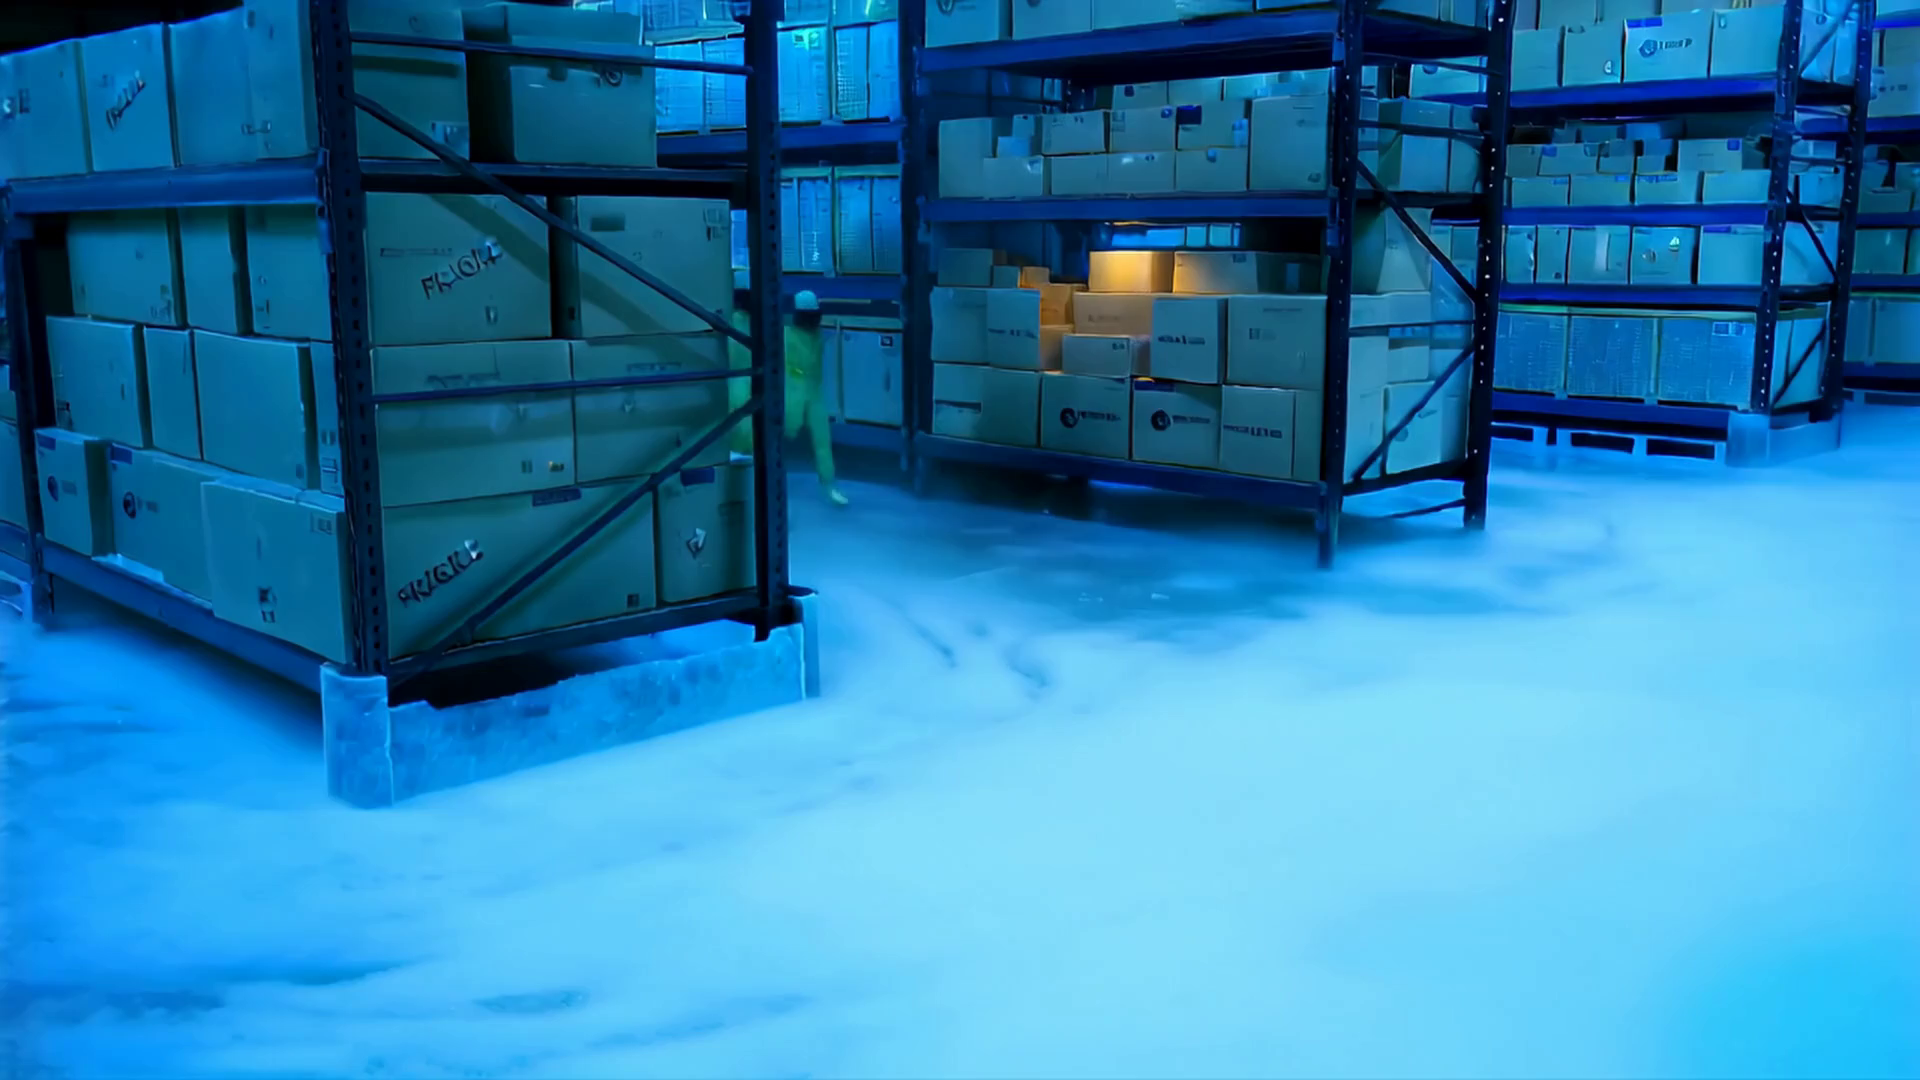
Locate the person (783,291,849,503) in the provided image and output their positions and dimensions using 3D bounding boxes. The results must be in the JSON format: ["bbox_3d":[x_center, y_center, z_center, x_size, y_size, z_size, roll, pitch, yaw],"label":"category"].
[{"bbox_3d":[-1.311,-1.166,13.442,0.895,1.701,0.496,9,14,41],"label":"person"}]

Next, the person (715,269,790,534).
[{"bbox_3d":[-1.623,-1.018,12.096,0.997,1.905,0.608,7,13,35],"label":"person"}]
